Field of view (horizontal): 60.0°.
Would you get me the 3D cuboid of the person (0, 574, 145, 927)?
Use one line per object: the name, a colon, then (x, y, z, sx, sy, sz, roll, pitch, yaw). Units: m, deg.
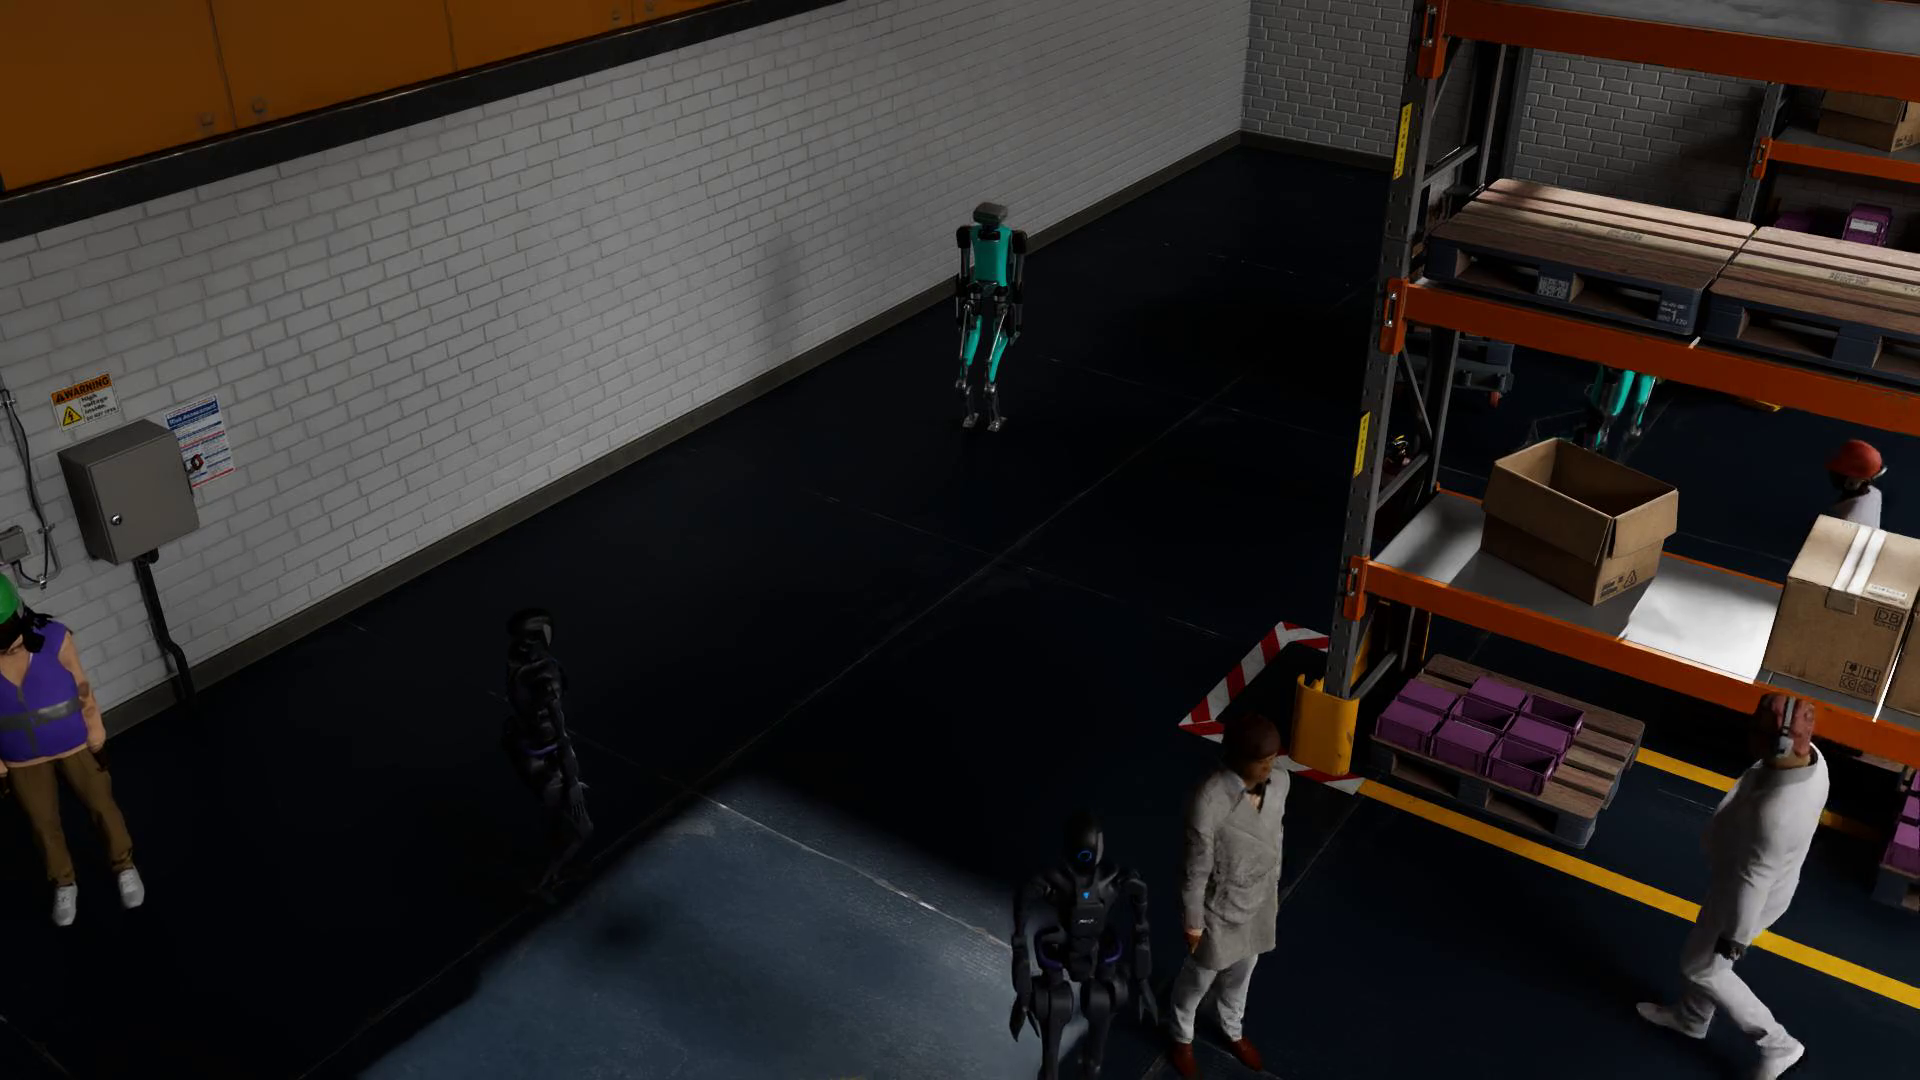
person: (-4.257, 0.957, 7.733, 0.529, 1.921, 0.456, -15, 33, -24)

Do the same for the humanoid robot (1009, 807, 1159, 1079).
humanoid robot: (0.493, 1.773, 6.549, 0.603, 1.657, 0.414, -3, 30, -6)

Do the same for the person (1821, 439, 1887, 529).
person: (4.742, 0.234, 9.156, 0.380, 1.737, 0.585, 21, 36, 32)

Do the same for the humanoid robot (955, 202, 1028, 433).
humanoid robot: (0.165, -1.575, 12.199, 0.530, 1.696, 0.707, 9, 31, 15)

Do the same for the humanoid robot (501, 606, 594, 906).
humanoid robot: (-2.008, 1.029, 7.851, 0.424, 1.647, 0.590, -21, 36, -31)

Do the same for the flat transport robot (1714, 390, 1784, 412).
flat transport robot: (6.103, -1.424, 13.510, 0.659, 0.231, 1.431, -22, 37, -33)

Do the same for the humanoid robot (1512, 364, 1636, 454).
humanoid robot: (3.943, -0.693, 10.785, 1.041, 1.733, 0.555, 17, 34, 27)

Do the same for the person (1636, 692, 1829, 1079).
person: (3.313, 1.459, 6.895, 0.601, 1.887, 0.652, 19, 35, 30)

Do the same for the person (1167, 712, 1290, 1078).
person: (1.125, 1.484, 6.918, 0.535, 1.829, 0.370, -15, 33, -24)

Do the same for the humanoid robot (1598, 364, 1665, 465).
humanoid robot: (4.693, -1.160, 11.680, 0.537, 1.878, 0.695, 16, 33, 25)
